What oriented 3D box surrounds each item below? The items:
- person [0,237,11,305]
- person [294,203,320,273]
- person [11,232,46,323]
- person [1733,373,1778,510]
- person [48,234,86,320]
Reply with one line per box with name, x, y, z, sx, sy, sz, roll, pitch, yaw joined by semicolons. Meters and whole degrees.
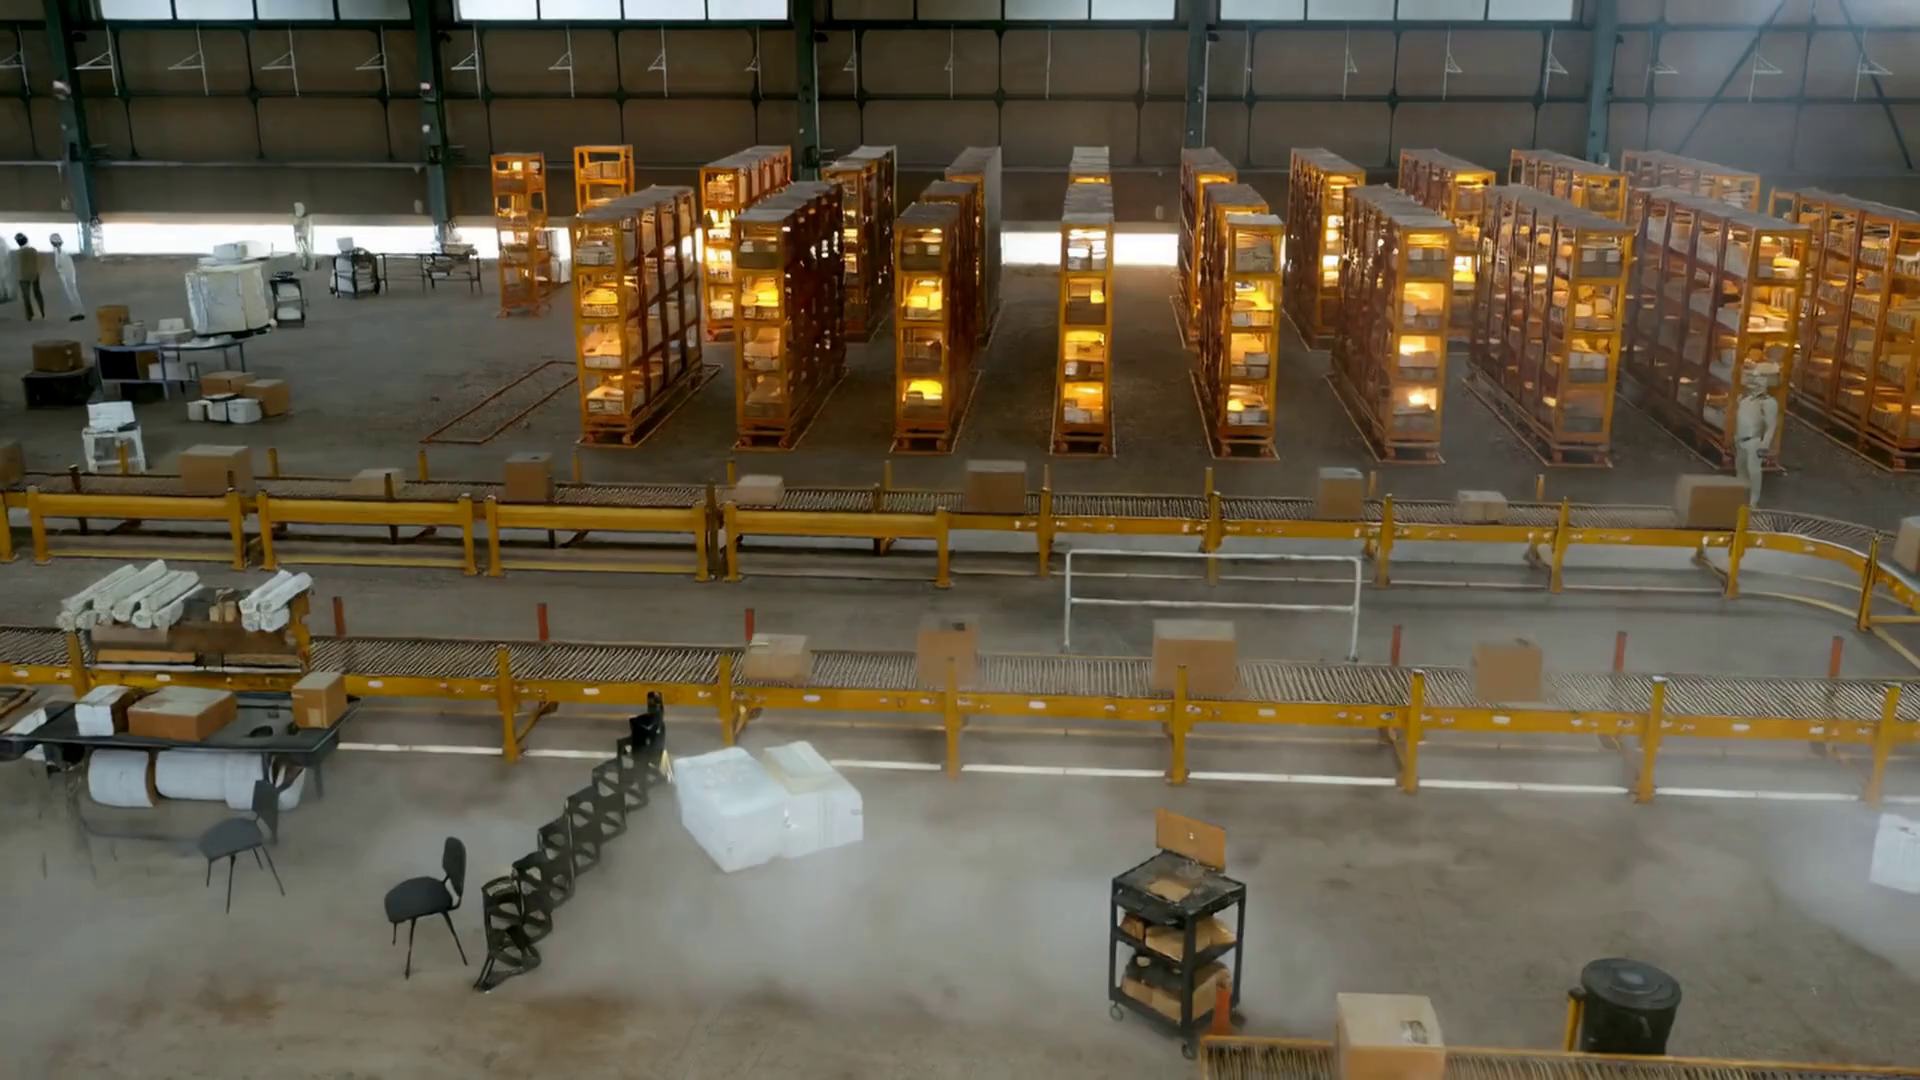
person;-22.626;-6.456;38.930;0.563;1.899;0.877;1;18;3
person;-17.291;-7.977;43.894;0.644;1.832;0.431;8;19;25
person;-20.529;-5.781;36.638;0.382;1.995;0.612;12;21;33
person;10.756;-1.329;22.658;0.407;1.904;0.654;-4;18;-11
person;-19.837;-5.835;36.950;0.545;1.916;0.617;-13;22;-36
